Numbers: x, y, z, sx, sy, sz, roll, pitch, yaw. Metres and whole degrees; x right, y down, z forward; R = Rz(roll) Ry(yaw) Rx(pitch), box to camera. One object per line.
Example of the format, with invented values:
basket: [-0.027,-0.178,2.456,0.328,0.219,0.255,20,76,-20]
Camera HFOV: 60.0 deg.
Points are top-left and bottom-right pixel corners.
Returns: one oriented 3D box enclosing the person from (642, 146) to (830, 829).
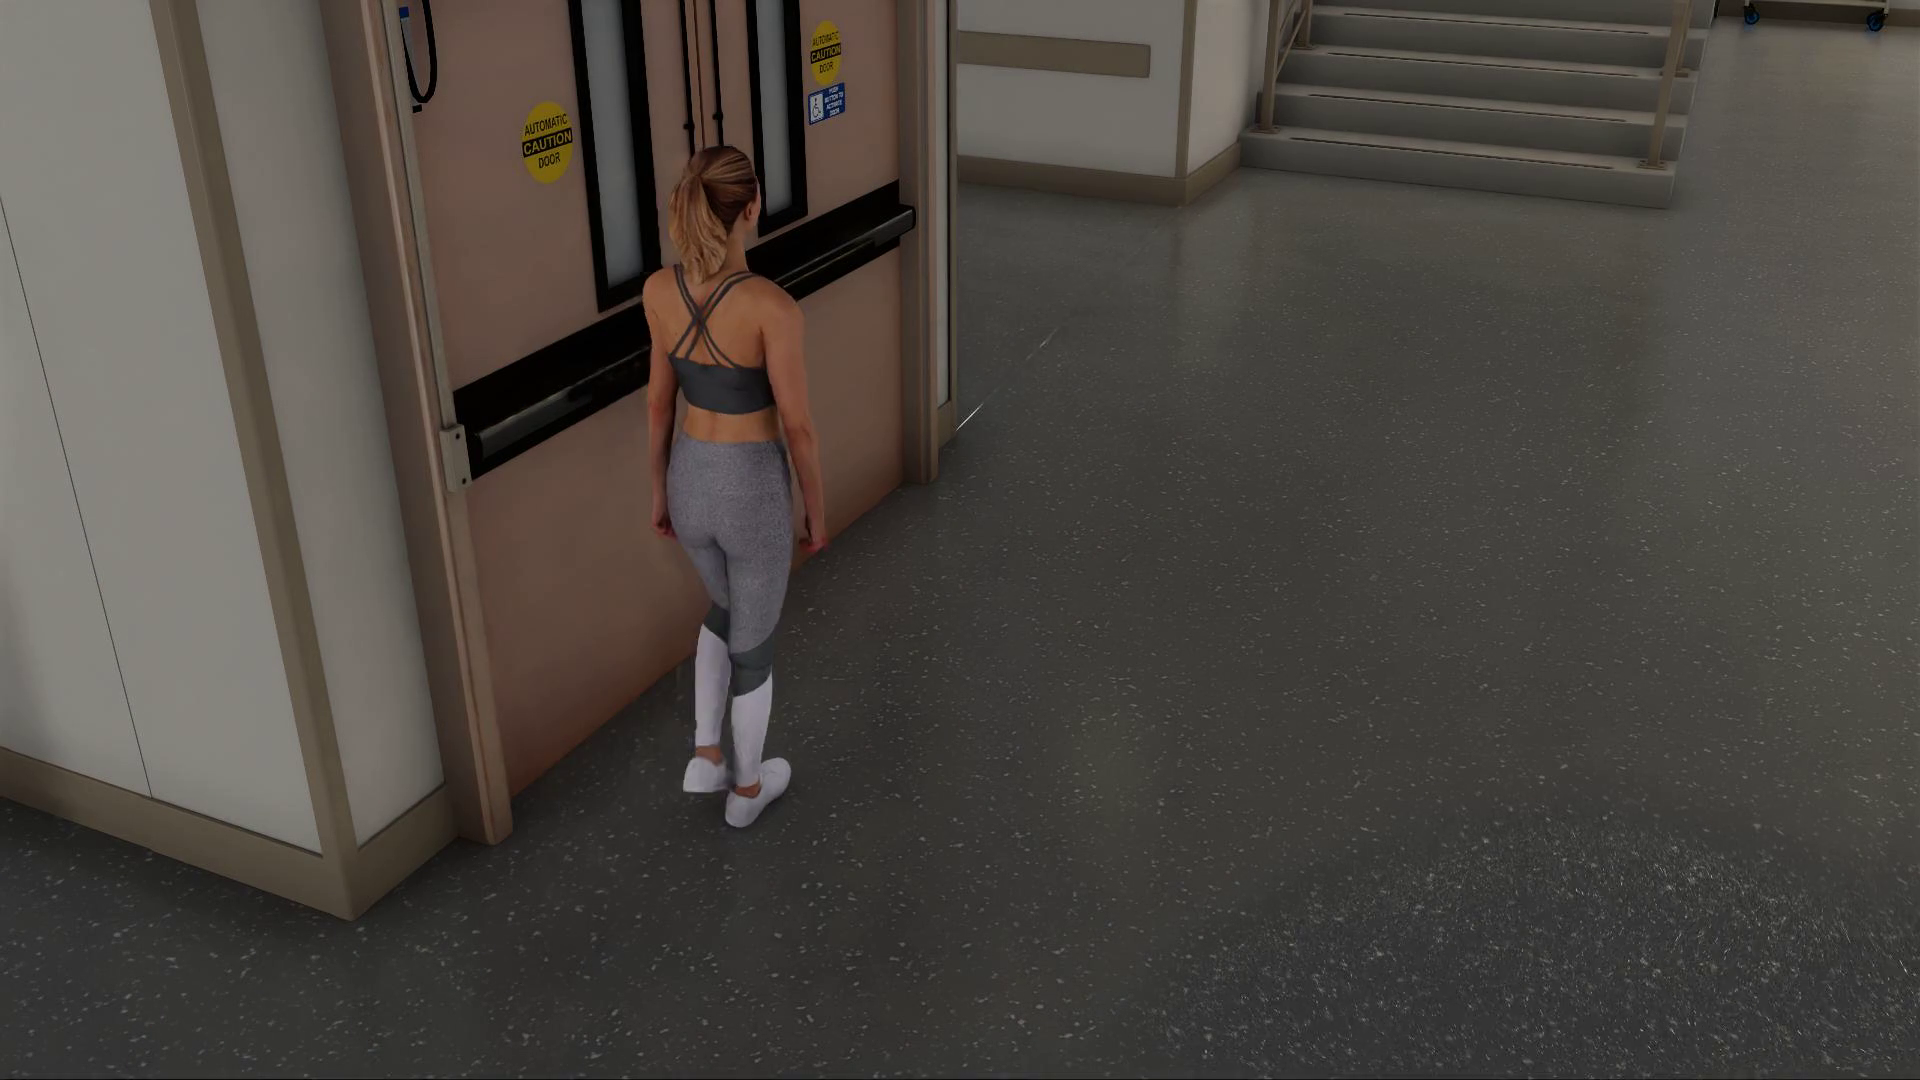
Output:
person: [-0.570,-0.044,3.838,0.576,1.699,0.604,11,28,21]
